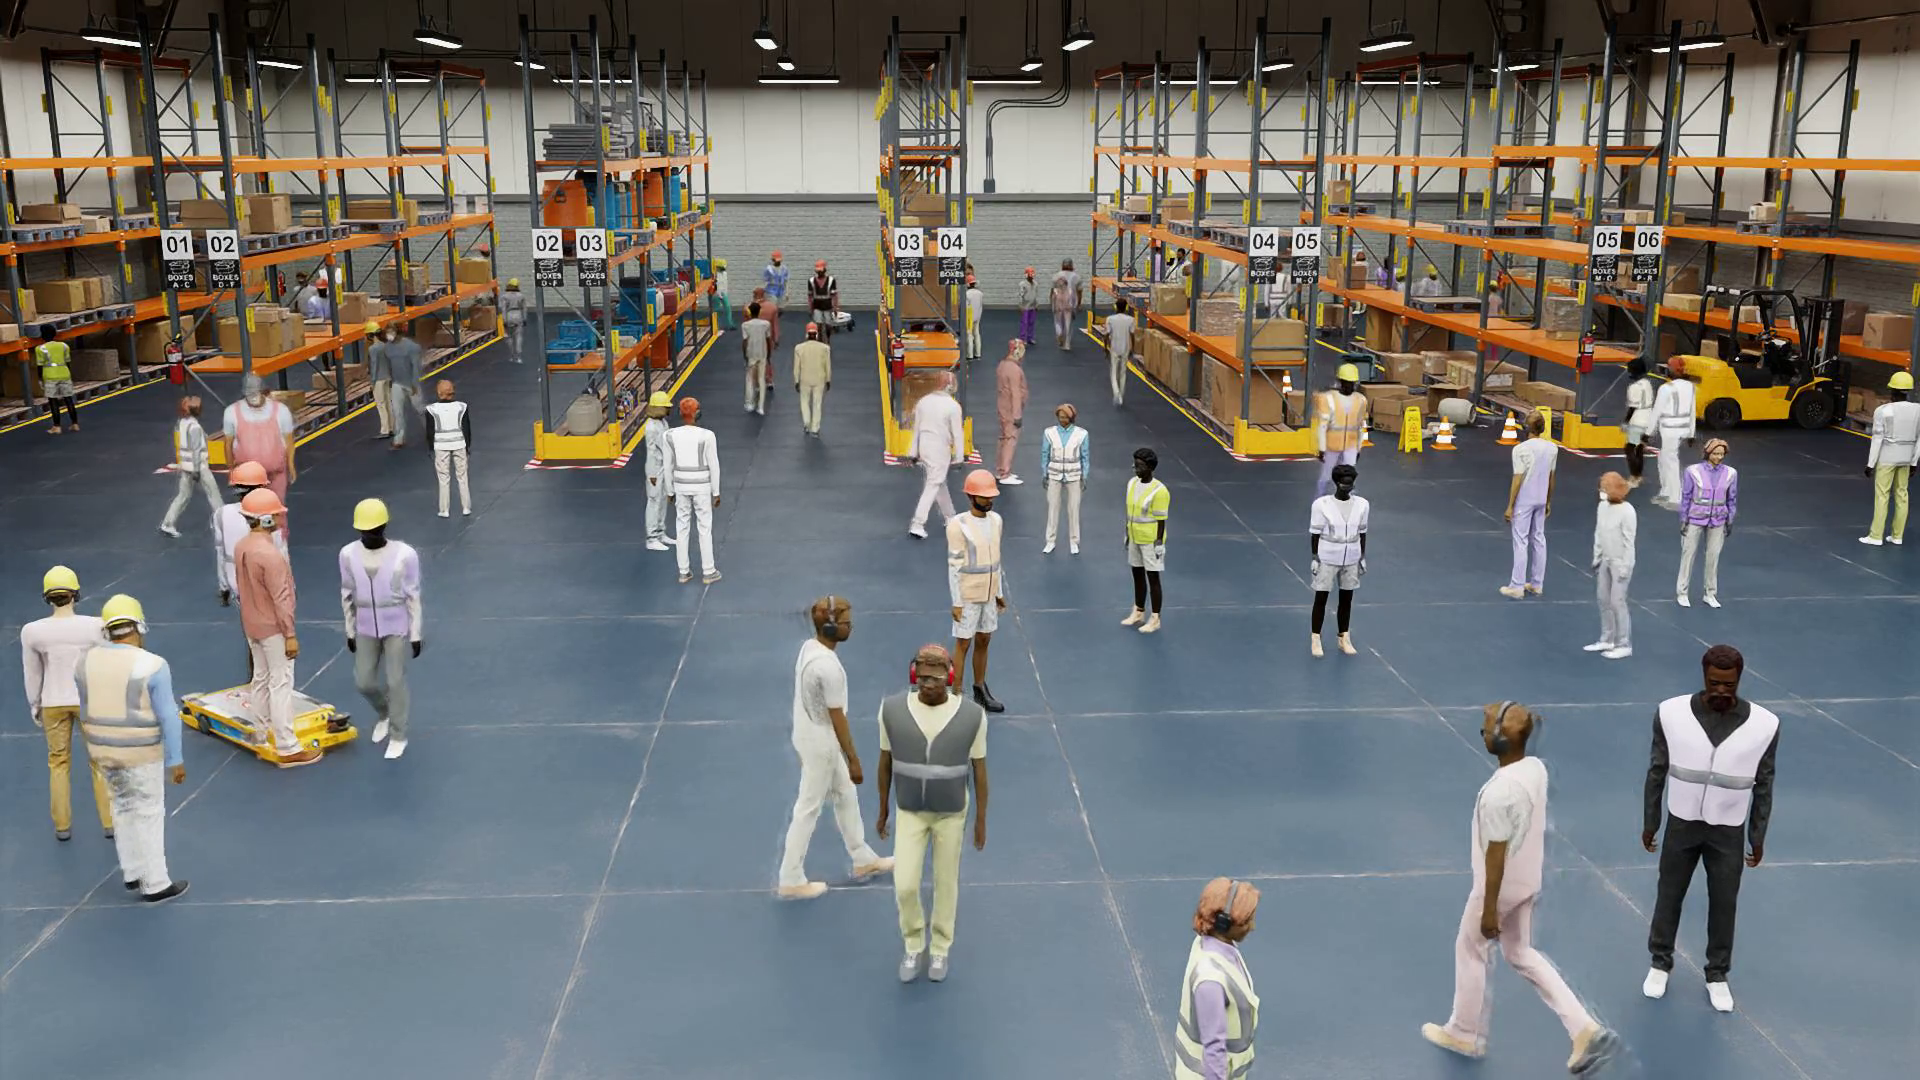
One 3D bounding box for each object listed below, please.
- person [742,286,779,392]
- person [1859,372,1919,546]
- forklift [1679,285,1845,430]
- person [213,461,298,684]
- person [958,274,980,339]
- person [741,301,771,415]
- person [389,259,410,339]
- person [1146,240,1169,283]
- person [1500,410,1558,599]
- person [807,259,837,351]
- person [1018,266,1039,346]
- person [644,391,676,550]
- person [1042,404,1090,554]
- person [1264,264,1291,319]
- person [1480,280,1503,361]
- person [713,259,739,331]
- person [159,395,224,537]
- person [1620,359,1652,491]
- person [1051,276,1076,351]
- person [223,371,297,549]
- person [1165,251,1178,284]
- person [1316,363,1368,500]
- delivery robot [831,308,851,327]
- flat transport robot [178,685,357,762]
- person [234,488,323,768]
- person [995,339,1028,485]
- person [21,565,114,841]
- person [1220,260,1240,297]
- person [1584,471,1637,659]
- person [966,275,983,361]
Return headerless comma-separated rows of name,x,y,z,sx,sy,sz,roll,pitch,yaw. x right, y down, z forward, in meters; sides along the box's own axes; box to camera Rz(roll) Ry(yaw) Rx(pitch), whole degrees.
person,-3.604,-3.633,29.996,0.654,1.873,0.836,-3,14,-12
person,10.235,-0.884,18.247,0.588,1.930,0.363,-1,13,-5
forklift,12.503,-2.886,26.166,2.313,2.155,1.214,-1,13,-3
person,-5.517,0.307,13.239,0.562,1.910,0.793,4,14,15
person,0.199,-5.408,38.051,0.500,1.633,0.284,1,13,4
person,-3.373,-3.017,27.500,0.522,1.834,0.852,-4,14,-17
person,-11.970,-4.973,35.431,0.609,1.996,0.383,-1,13,-3
person,4.970,-6.499,41.803,0.611,2.038,0.392,6,14,22
person,5.529,-0.347,16.155,0.514,1.844,0.328,-5,14,-21
person,-2.906,-4.911,35.110,0.624,2.023,0.584,0,13,1
person,1.540,-5.175,36.807,0.572,1.749,0.342,-12,18,-42
person,-3.266,-0.762,18.156,0.337,1.736,0.487,2,13,10
person,1.135,-0.662,17.934,0.515,1.638,0.315,3,14,11
person,7.087,-5.304,37.117,0.605,1.863,0.794,5,14,21
person,10.568,-4.298,33.147,0.540,1.723,0.703,-2,13,-9
person,-5.645,-5.824,39.636,0.787,1.722,0.550,8,16,32
person,-8.631,-0.827,18.699,0.826,1.605,0.510,-12,18,-41
person,8.724,-1.500,21.432,0.350,1.669,0.779,10,17,38
person,2.221,-4.862,35.805,0.524,1.593,0.856,3,14,12
person,-7.468,-0.826,17.766,0.695,2.000,0.552,-6,14,-23
person,5.001,-5.903,39.517,0.366,1.926,0.593,1,13,4
person,4.433,-1.138,19.405,0.586,1.894,0.878,-1,13,-4
delivery robot,-2.893,-5.268,39.568,0.477,0.478,0.707,7,15,26
flat transport robot,-5.204,1.324,12.450,1.431,0.197,0.652,11,17,39
person,-4.859,0.618,11.746,0.608,1.996,0.375,11,17,40
person,0.684,-1.678,21.712,0.408,1.895,0.659,-3,14,-12
person,-5.609,1.030,10.535,0.535,1.755,0.384,-3,14,-11
person,6.863,-6.464,42.044,0.676,1.869,0.706,-12,18,-42
person,5.613,0.207,14.287,0.376,1.621,0.525,-2,13,-9
person,0.219,-4.574,34.261,0.342,1.748,0.573,12,18,41
